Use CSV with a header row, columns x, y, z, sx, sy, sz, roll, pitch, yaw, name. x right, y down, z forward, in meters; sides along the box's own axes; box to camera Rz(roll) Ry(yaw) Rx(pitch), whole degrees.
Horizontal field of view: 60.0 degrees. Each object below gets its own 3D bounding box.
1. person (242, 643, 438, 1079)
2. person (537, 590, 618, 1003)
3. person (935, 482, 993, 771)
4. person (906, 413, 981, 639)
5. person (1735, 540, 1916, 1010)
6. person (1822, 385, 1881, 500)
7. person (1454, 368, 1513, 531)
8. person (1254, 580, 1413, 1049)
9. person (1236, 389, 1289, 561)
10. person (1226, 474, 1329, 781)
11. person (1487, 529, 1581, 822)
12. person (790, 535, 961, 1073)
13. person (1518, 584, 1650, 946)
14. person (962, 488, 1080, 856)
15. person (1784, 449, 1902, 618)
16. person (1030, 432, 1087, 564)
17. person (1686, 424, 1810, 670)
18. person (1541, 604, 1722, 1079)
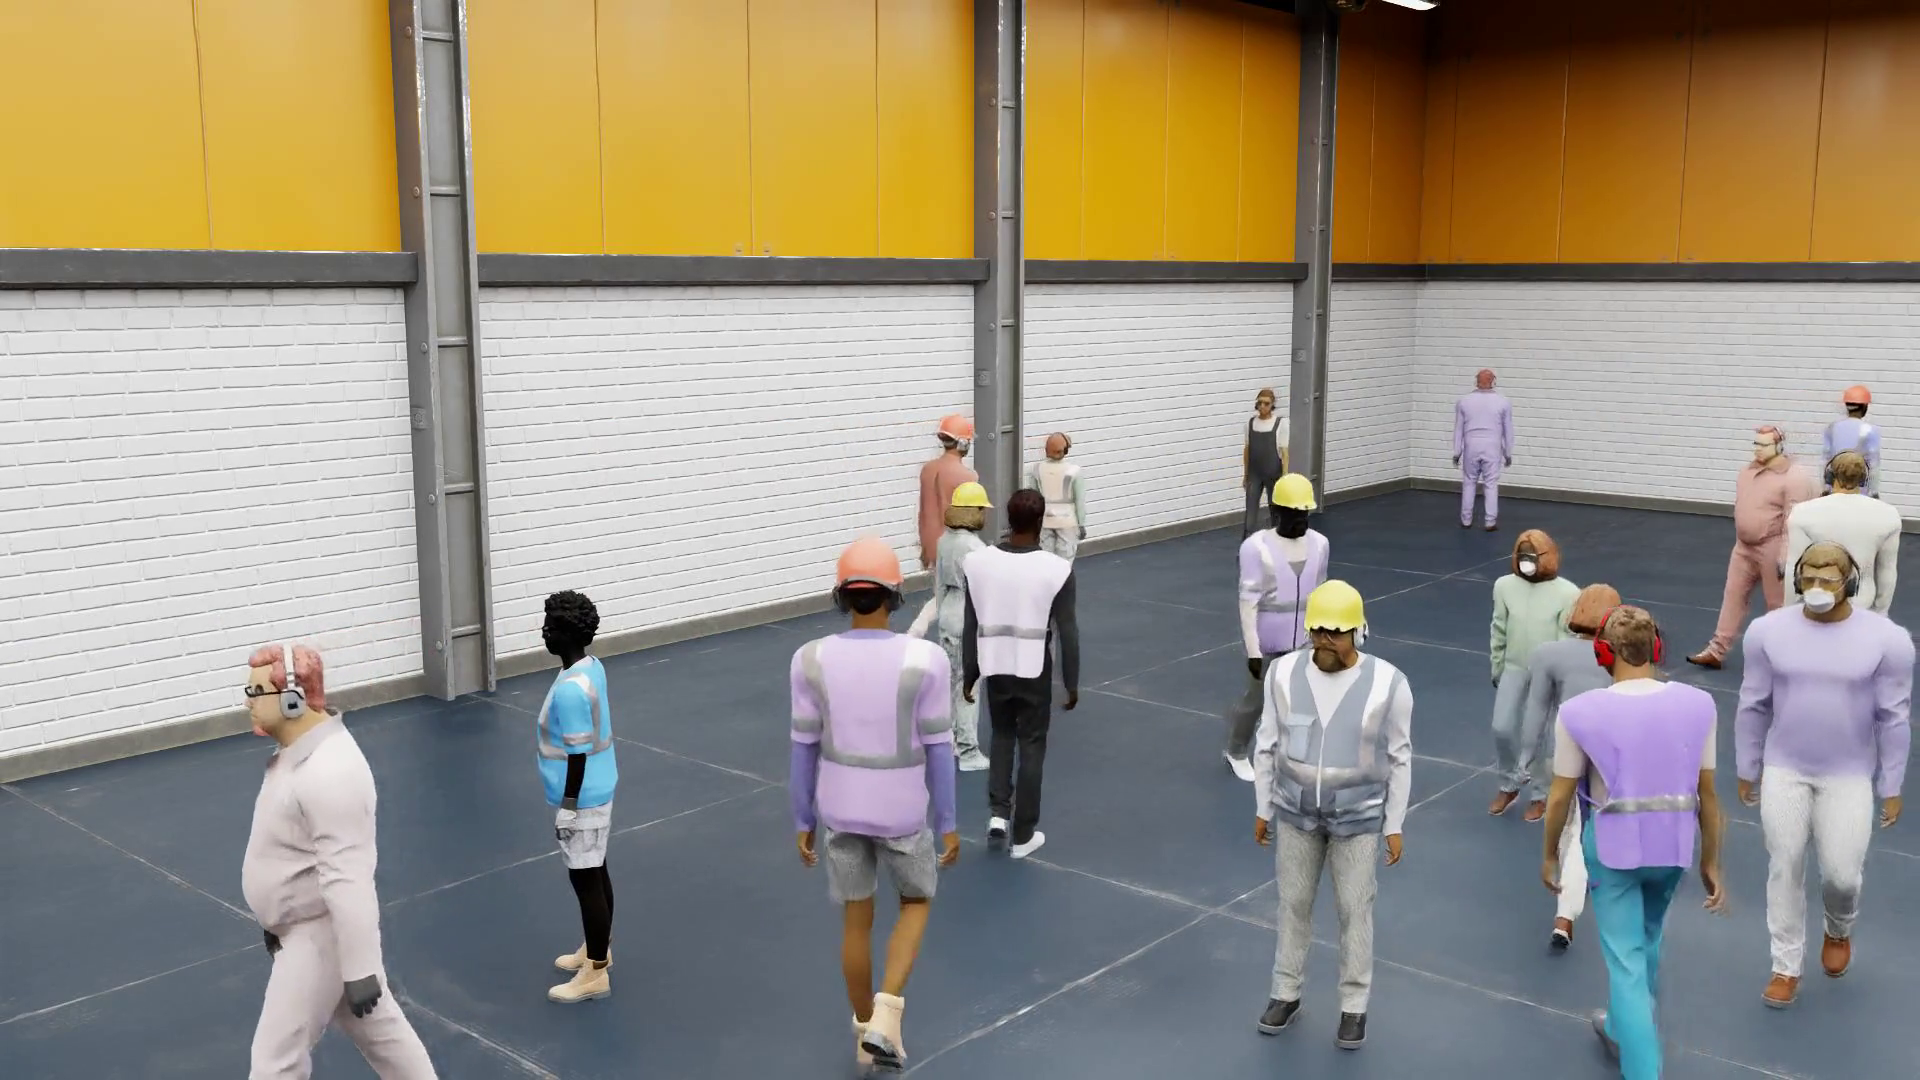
x,y,z,sx,sy,sz,roll,pitch,yaw,name
-2.056,1.228,5.243,0.998,1.851,0.678,-4,10,-25,person
-1.578,1.046,6.870,0.317,1.696,0.538,-1,9,-6,person
0.037,0.514,10.068,0.316,1.741,0.488,-6,11,-31,person
-0.111,0.059,12.181,0.564,1.980,0.615,-7,11,-36,person
3.497,0.943,6.782,0.646,1.927,0.508,7,11,37,person
8.608,-0.544,16.136,0.630,1.926,0.558,-5,10,-29,person
6.114,-1.053,19.416,0.651,1.906,0.405,5,10,27,person
1.422,1.049,6.433,0.600,1.827,0.404,4,10,25,person
3.157,-0.660,17.266,0.525,1.799,0.974,5,10,28,person
1.823,0.539,9.506,0.601,1.879,0.990,-3,10,-19,person
3.099,0.741,9.017,0.515,1.614,0.433,7,11,37,person
-0.315,0.998,6.127,0.642,2.029,0.498,2,9,12,person
2.811,0.997,7.543,0.526,1.584,0.894,6,11,33,person
0.317,0.677,8.543,0.616,1.899,0.464,3,10,21,person
5.303,0.415,10.070,0.636,1.938,0.358,1,9,8,person
0.829,-0.123,14.429,0.519,1.628,0.438,5,10,29,person
5.928,0.075,12.397,0.818,1.868,0.672,-3,10,-20,person
2.389,1.123,6.040,0.590,1.800,0.884,-1,9,-4,person
